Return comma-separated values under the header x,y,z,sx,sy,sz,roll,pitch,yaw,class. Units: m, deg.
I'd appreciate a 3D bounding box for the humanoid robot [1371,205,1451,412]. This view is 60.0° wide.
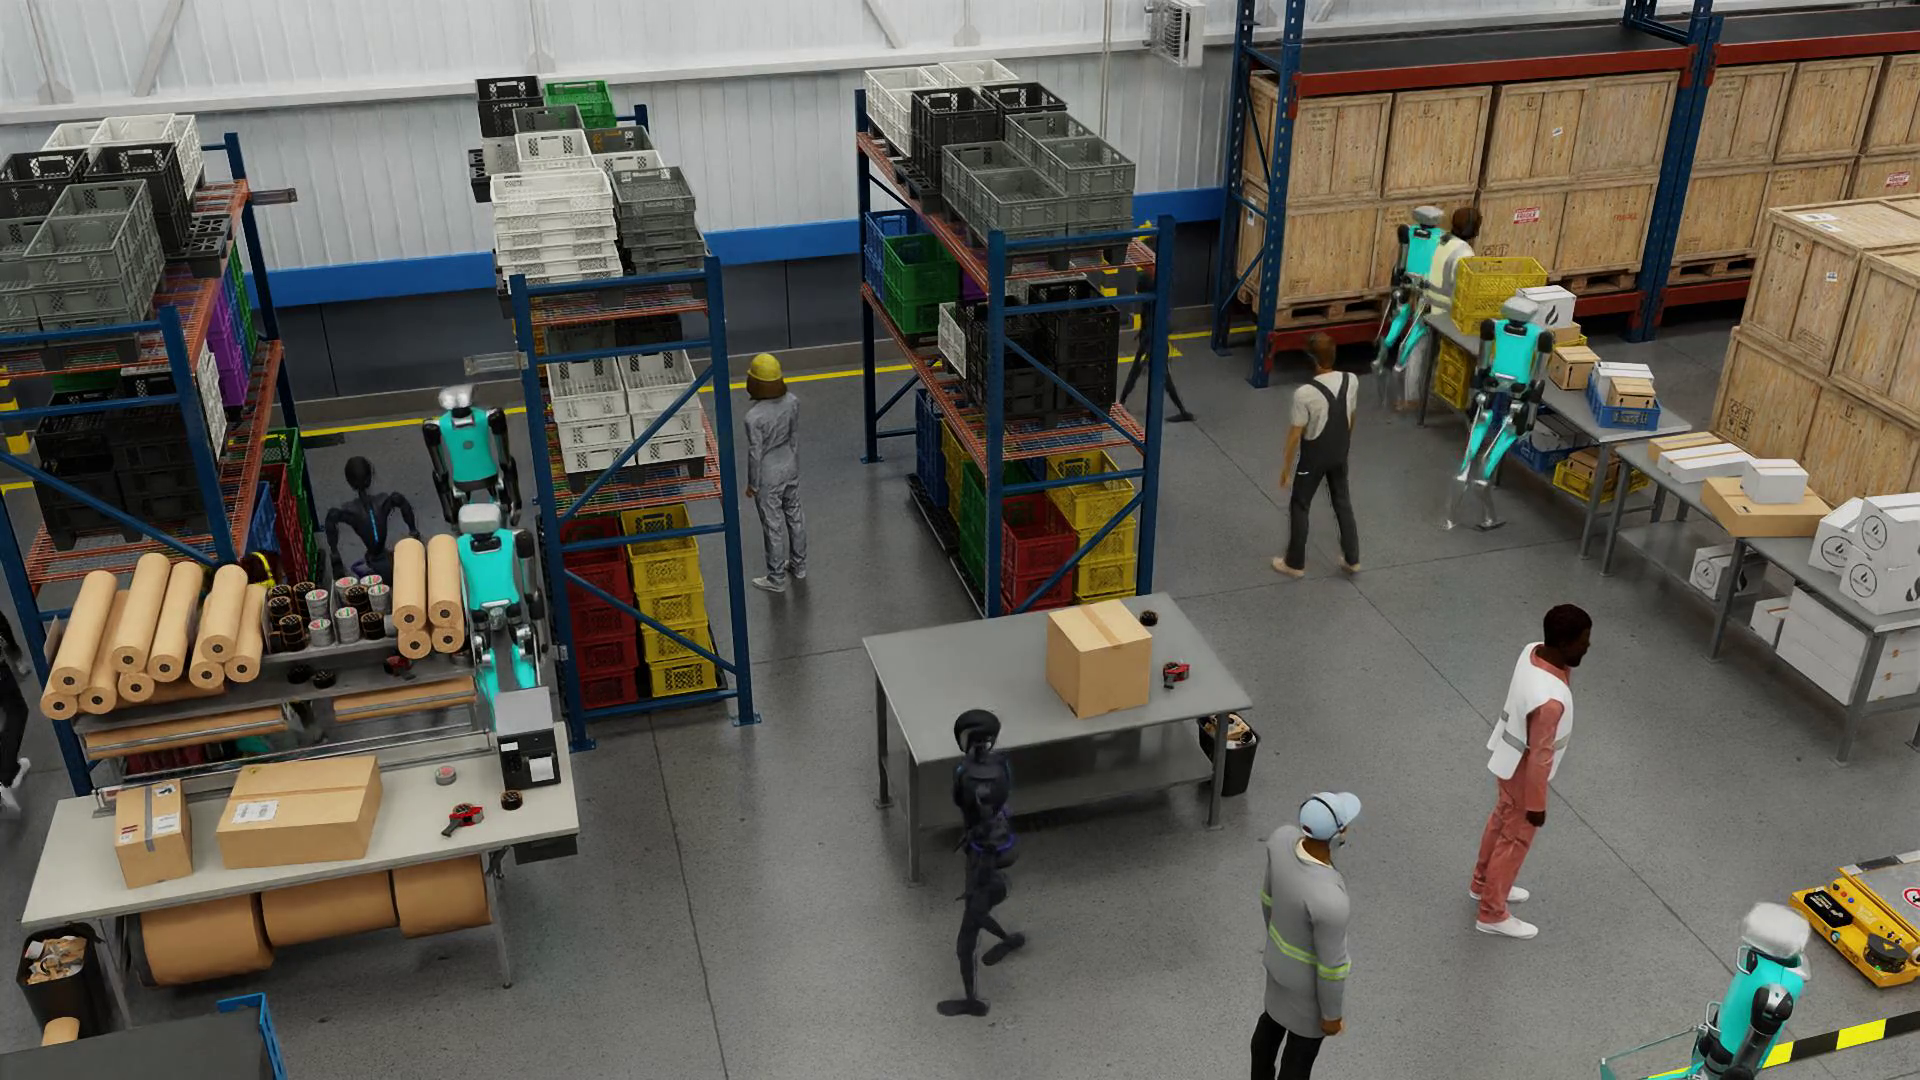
x,y,z,sx,sy,sz,roll,pitch,yaw,class
3.756,-1.883,14.114,0.654,1.839,0.549,-24,37,-36,humanoid robot

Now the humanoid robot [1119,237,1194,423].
x,y,z,sx,sy,sz,roll,pitch,yaw,class
1.606,-1.743,13.927,0.798,1.621,0.585,-2,29,-5,humanoid robot

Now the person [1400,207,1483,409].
x,y,z,sx,sy,sz,roll,pitch,yaw,class
4.248,-1.964,14.140,0.927,1.798,0.633,-9,30,-16,person

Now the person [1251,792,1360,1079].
x,y,z,sx,sy,sz,roll,pitch,yaw,class
1.491,1.844,7.162,0.362,1.852,0.593,-9,30,-15,person

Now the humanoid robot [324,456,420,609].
x,y,z,sx,sy,sz,roll,pitch,yaw,class
-3.542,0.272,10.240,0.610,1.643,0.466,-19,34,-30,humanoid robot

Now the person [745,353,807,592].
x,y,z,sx,sy,sz,roll,pitch,yaw,class
-1.295,-0.467,11.478,0.294,1.744,0.484,21,35,33,person

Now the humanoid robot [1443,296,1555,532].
x,y,z,sx,sy,sz,roll,pitch,yaw,class
3.884,-0.829,12.151,0.530,1.791,0.783,18,34,29,humanoid robot

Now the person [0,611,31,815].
x,y,z,sx,sy,sz,roll,pitch,yaw,class
-5.494,0.698,9.241,0.513,1.856,0.651,-4,29,-8,person

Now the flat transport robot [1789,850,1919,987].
x,y,z,sx,sy,sz,roll,pitch,yaw,class
5.163,1.916,8.676,1.431,0.231,0.659,-8,30,-14,flat transport robot

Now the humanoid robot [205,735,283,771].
x,y,z,sx,sy,sz,roll,pitch,yaw,class
-3.823,0.991,8.836,0.855,1.766,0.539,-15,32,-26,humanoid robot

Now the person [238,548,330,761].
x,y,z,sx,sy,sz,roll,pitch,yaw,class
-3.639,0.881,8.917,0.440,1.850,0.539,-15,32,-25,person

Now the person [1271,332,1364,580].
x,y,z,sx,sy,sz,roll,pitch,yaw,class
2.556,-0.544,11.536,0.703,1.821,0.506,-12,31,-20,person

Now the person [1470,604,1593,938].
x,y,z,sx,sy,sz,roll,pitch,yaw,class
2.846,1.152,8.369,0.393,1.911,0.580,7,29,12,person

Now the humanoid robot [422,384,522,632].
x,y,z,sx,sy,sz,roll,pitch,yaw,class
-3.249,-0.298,11.210,0.560,1.759,0.983,-9,30,-16,humanoid robot

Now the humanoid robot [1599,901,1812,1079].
x,y,z,sx,sy,sz,roll,pitch,yaw,class
2.859,2.101,6.678,0.735,1.674,0.533,13,31,22,humanoid robot

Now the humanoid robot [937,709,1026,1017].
x,y,z,sx,sy,sz,roll,pitch,yaw,class
0.100,1.507,7.986,0.495,1.622,0.614,-3,29,-5,humanoid robot

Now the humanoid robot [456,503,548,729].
x,y,z,sx,sy,sz,roll,pitch,yaw,class
-2.548,0.734,9.344,0.530,1.811,0.813,-10,30,-17,humanoid robot
